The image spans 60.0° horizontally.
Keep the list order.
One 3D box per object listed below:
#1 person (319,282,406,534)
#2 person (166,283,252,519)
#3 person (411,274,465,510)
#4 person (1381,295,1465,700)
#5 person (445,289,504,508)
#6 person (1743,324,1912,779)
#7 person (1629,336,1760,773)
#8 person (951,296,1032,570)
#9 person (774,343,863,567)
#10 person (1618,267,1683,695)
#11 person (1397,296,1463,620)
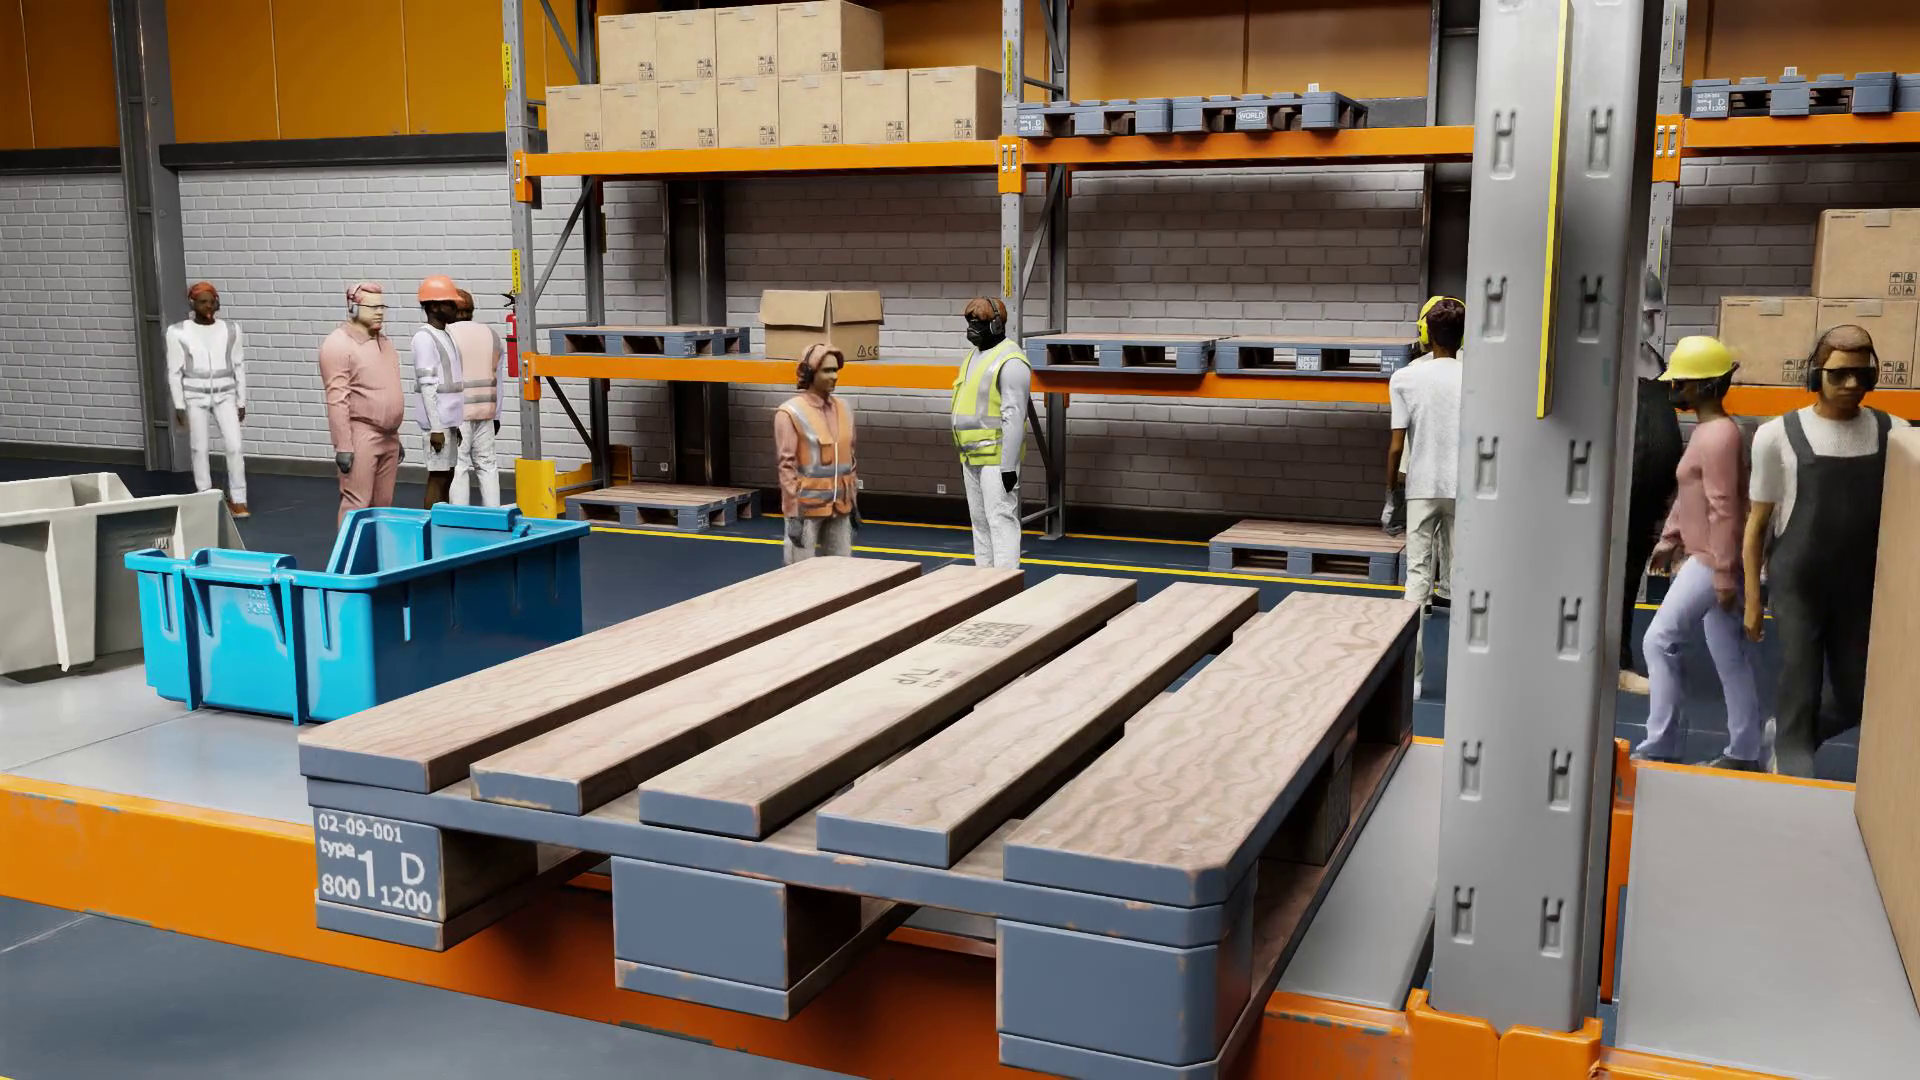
[{"bbox_3d":[-3.572,-0.604,10.102,0.401,1.904,0.651,2,10,12],"label":"person"},{"bbox_3d":[-5.853,-1.067,13.005,0.578,1.850,0.826,-6,11,-32],"label":"person"},{"bbox_3d":[-3.472,-0.804,11.183,0.349,1.942,0.545,-1,10,-5],"label":"person"},{"bbox_3d":[2.218,-0.185,7.687,0.518,1.874,0.329,2,10,13],"label":"person"},{"bbox_3d":[-3.592,-0.892,12.047,0.429,1.836,0.629,7,12,37],"label":"person"},{"bbox_3d":[2.950,0.168,5.724,0.532,1.823,0.697,1,10,5],"label":"person"},{"bbox_3d":[2.829,0.086,6.468,0.701,1.741,0.552,5,11,27],"label":"person"},{"bbox_3d":[0.165,-0.467,9.503,0.429,1.837,0.624,-4,10,-24],"label":"person"},{"bbox_3d":[-0.683,-0.129,8.051,0.313,1.641,0.519,8,13,41],"label":"person"},{"bbox_3d":[3.045,-0.291,7.817,0.681,2.000,0.667,-7,12,-38],"label":"person"},{"bbox_3d":[2.697,-0.463,9.467,0.590,1.833,0.404,-7,12,-35],"label":"person"}]
